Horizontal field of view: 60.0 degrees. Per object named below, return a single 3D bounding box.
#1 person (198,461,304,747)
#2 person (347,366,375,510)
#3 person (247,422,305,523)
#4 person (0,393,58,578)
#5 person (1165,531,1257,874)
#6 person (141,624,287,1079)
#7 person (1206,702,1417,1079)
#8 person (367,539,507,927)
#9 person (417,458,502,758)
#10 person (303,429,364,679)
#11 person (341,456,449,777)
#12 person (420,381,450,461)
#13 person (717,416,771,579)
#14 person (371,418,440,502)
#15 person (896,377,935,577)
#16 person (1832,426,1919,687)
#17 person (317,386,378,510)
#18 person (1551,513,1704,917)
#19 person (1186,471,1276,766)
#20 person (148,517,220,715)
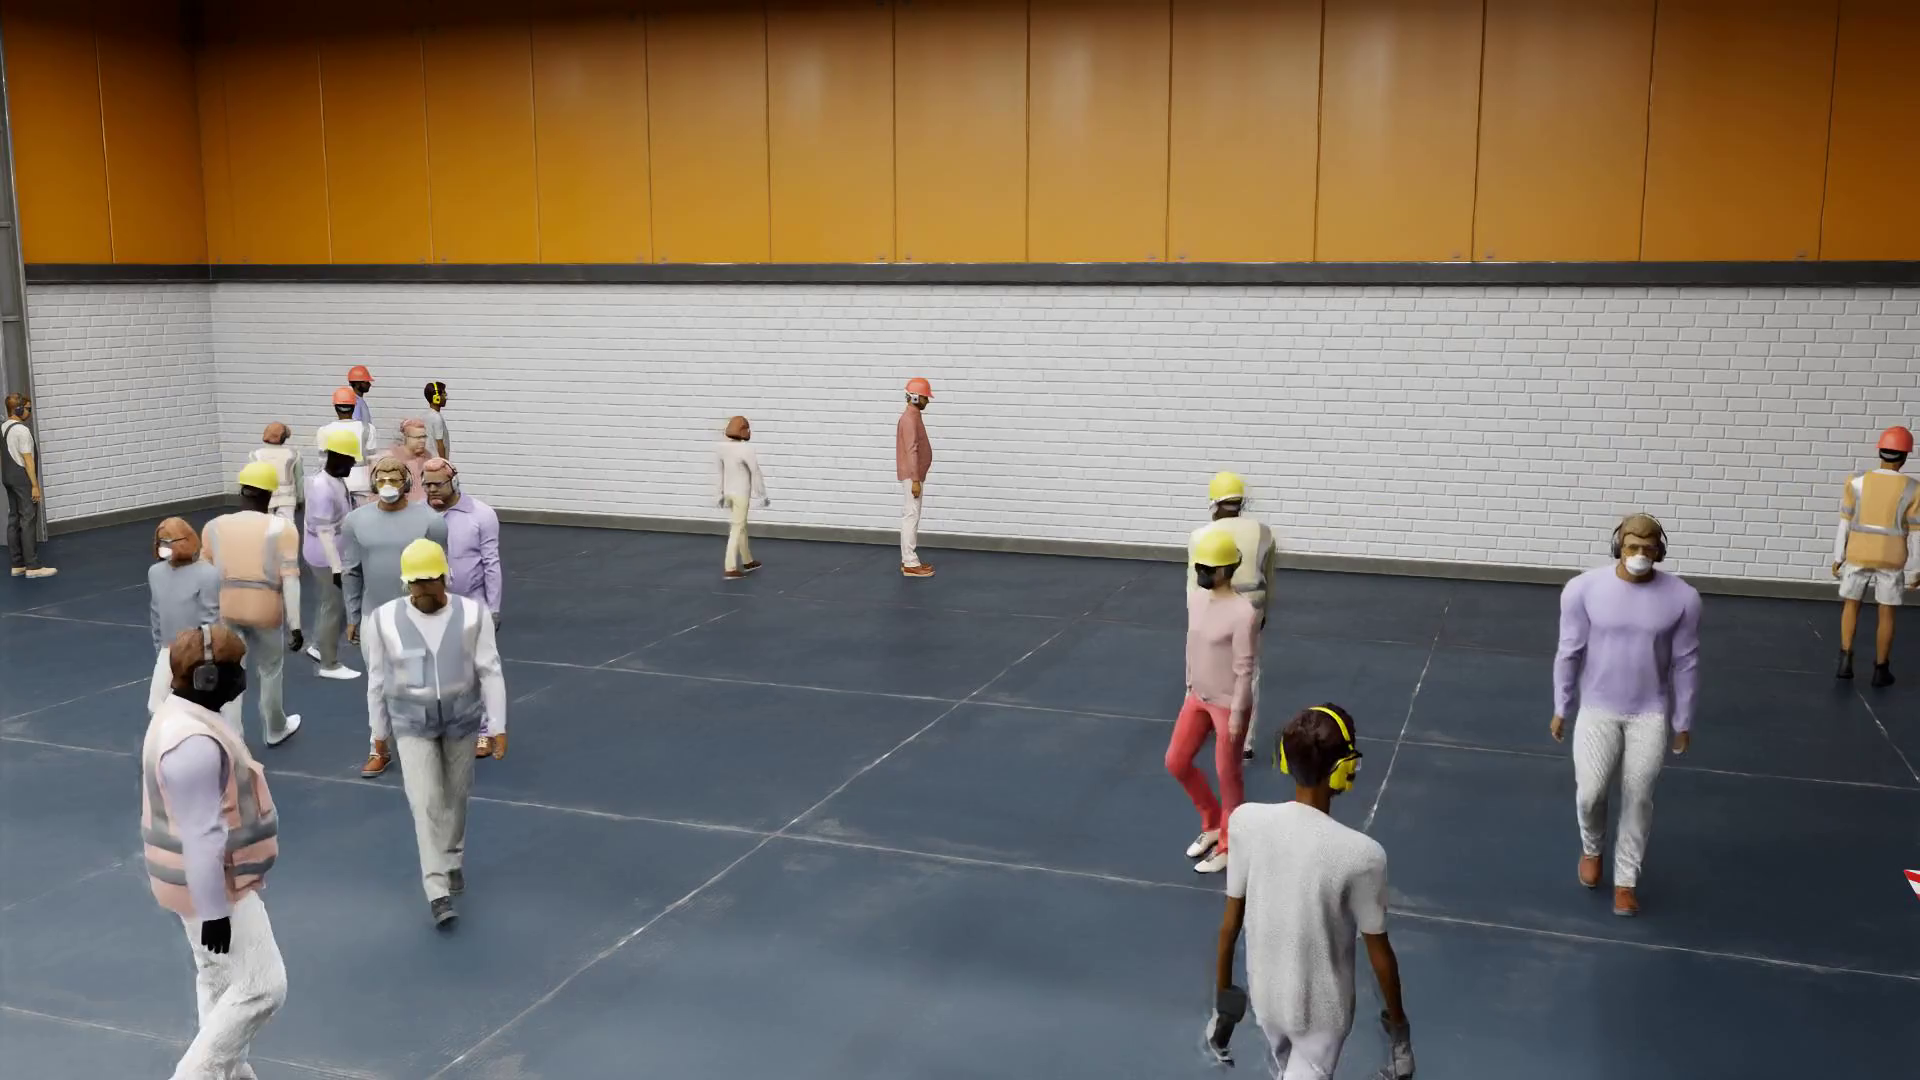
[{"bbox_3d":[-4.397,0.452,10.281,0.722,1.861,0.972,-1,9,-4],"label":"person"},{"bbox_3d":[-7.053,-1.083,19.604,0.375,1.939,0.546,-3,10,-17],"label":"person"},{"bbox_3d":[-6.607,-0.339,16.064,0.528,1.590,0.847,-3,10,-16],"label":"person"},{"bbox_3d":[-9.324,-0.540,16.544,0.505,1.840,0.346,6,11,31],"label":"person"},{"bbox_3d":[1.269,0.818,8.360,0.372,1.750,0.553,-5,11,-29],"label":"person"},{"bbox_3d":[-2.590,1.196,5.787,0.429,1.831,0.656,-4,10,-26],"label":"person"},{"bbox_3d":[1.028,1.363,4.815,0.996,1.813,0.547,-9,13,-43],"label":"person"},{"bbox_3d":[-2.453,0.887,7.863,0.612,1.786,0.821,-4,10,-25],"label":"person"},{"bbox_3d":[-3.198,0.423,10.407,0.659,1.894,0.400,0,9,-2],"label":"person"},{"bbox_3d":[-4.594,0.120,12.286,0.472,1.887,0.633,-1,9,-8],"label":"person"},{"bbox_3d":[-3.390,0.462,10.021,0.631,1.940,0.372,-1,9,-6],"label":"person"},{"bbox_3d":[-5.581,-0.759,17.802,0.328,1.874,0.521,-7,12,-38],"label":"person"},{"bbox_3d":[-2.117,-0.433,16.579,0.507,1.612,0.688,9,13,44],"label":"person"},{"bbox_3d":[-4.513,-0.092,13.749,1.042,1.846,0.647,7,11,36],"label":"person"},{"bbox_3d":[-0.446,-0.634,16.666,0.387,1.989,0.608,-1,9,-3],"label":"person"},{"bbox_3d":[6.719,0.125,12.145,0.595,1.927,0.431,7,12,39],"label":"person"},{"bbox_3d":[-5.915,-0.521,16.117,0.547,1.939,0.376,-4,10,-25],"label":"person"},{"bbox_3d":[3.141,0.817,7.862,0.651,1.922,0.454,3,10,15],"label":"person"},{"bbox_3d":[1.673,0.459,10.492,0.606,1.786,0.908,-1,9,-9],"label":"person"},{"bbox_3d":[-4.531,0.671,9.718,0.500,1.620,0.343,2,9,14],"label":"person"}]
